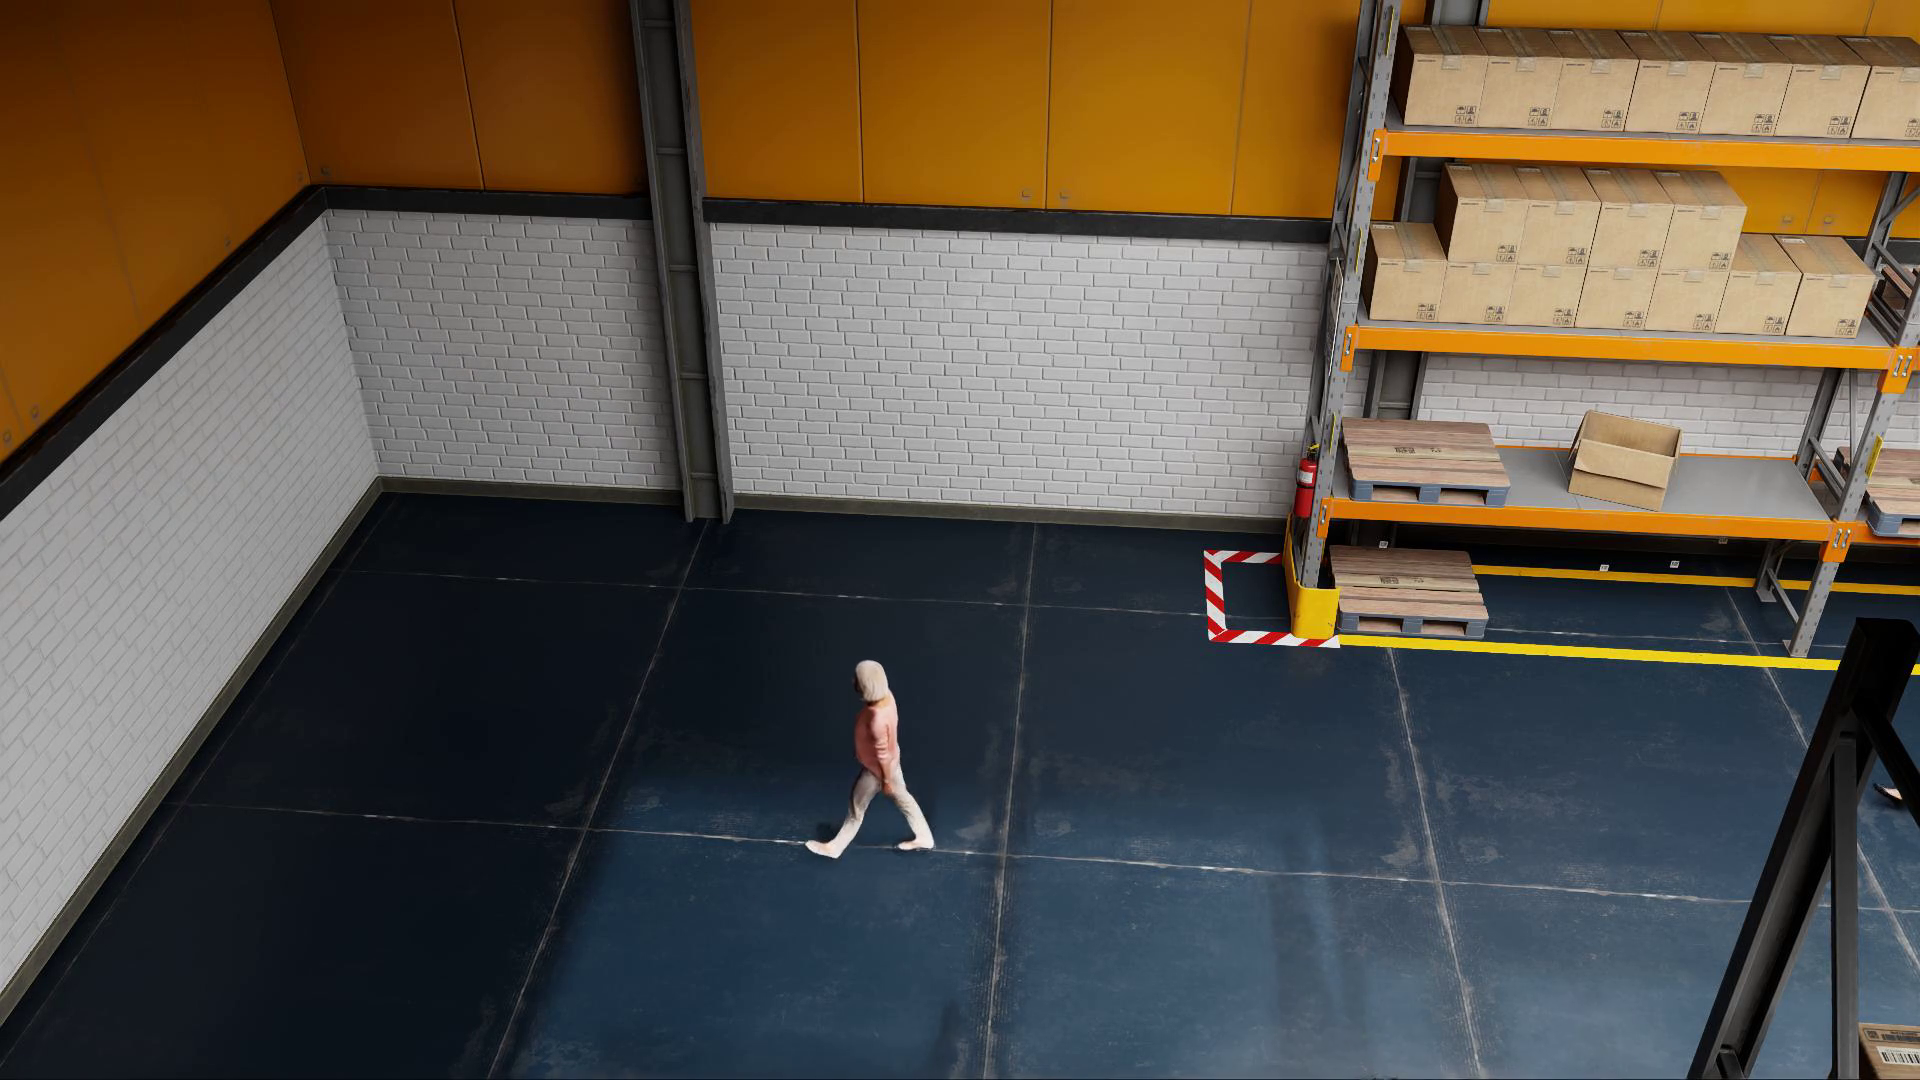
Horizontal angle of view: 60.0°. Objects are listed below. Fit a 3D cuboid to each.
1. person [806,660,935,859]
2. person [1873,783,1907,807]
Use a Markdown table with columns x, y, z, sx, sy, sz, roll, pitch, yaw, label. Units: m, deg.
| x | y | z | sx | sy | sz | roll | pitch | yaw | label |
| --- | --- | --- | --- | --- | --- | --- | --- | --- | --- |
| -0.453 | 1.509 | 11.208 | 1.108 | 1.678 | 0.642 | 1 | 34 | 1 | person |
| 7.140 | 1.369 | 11.418 | 1.092 | 1.680 | 0.716 | 9 | 35 | 14 | person |
